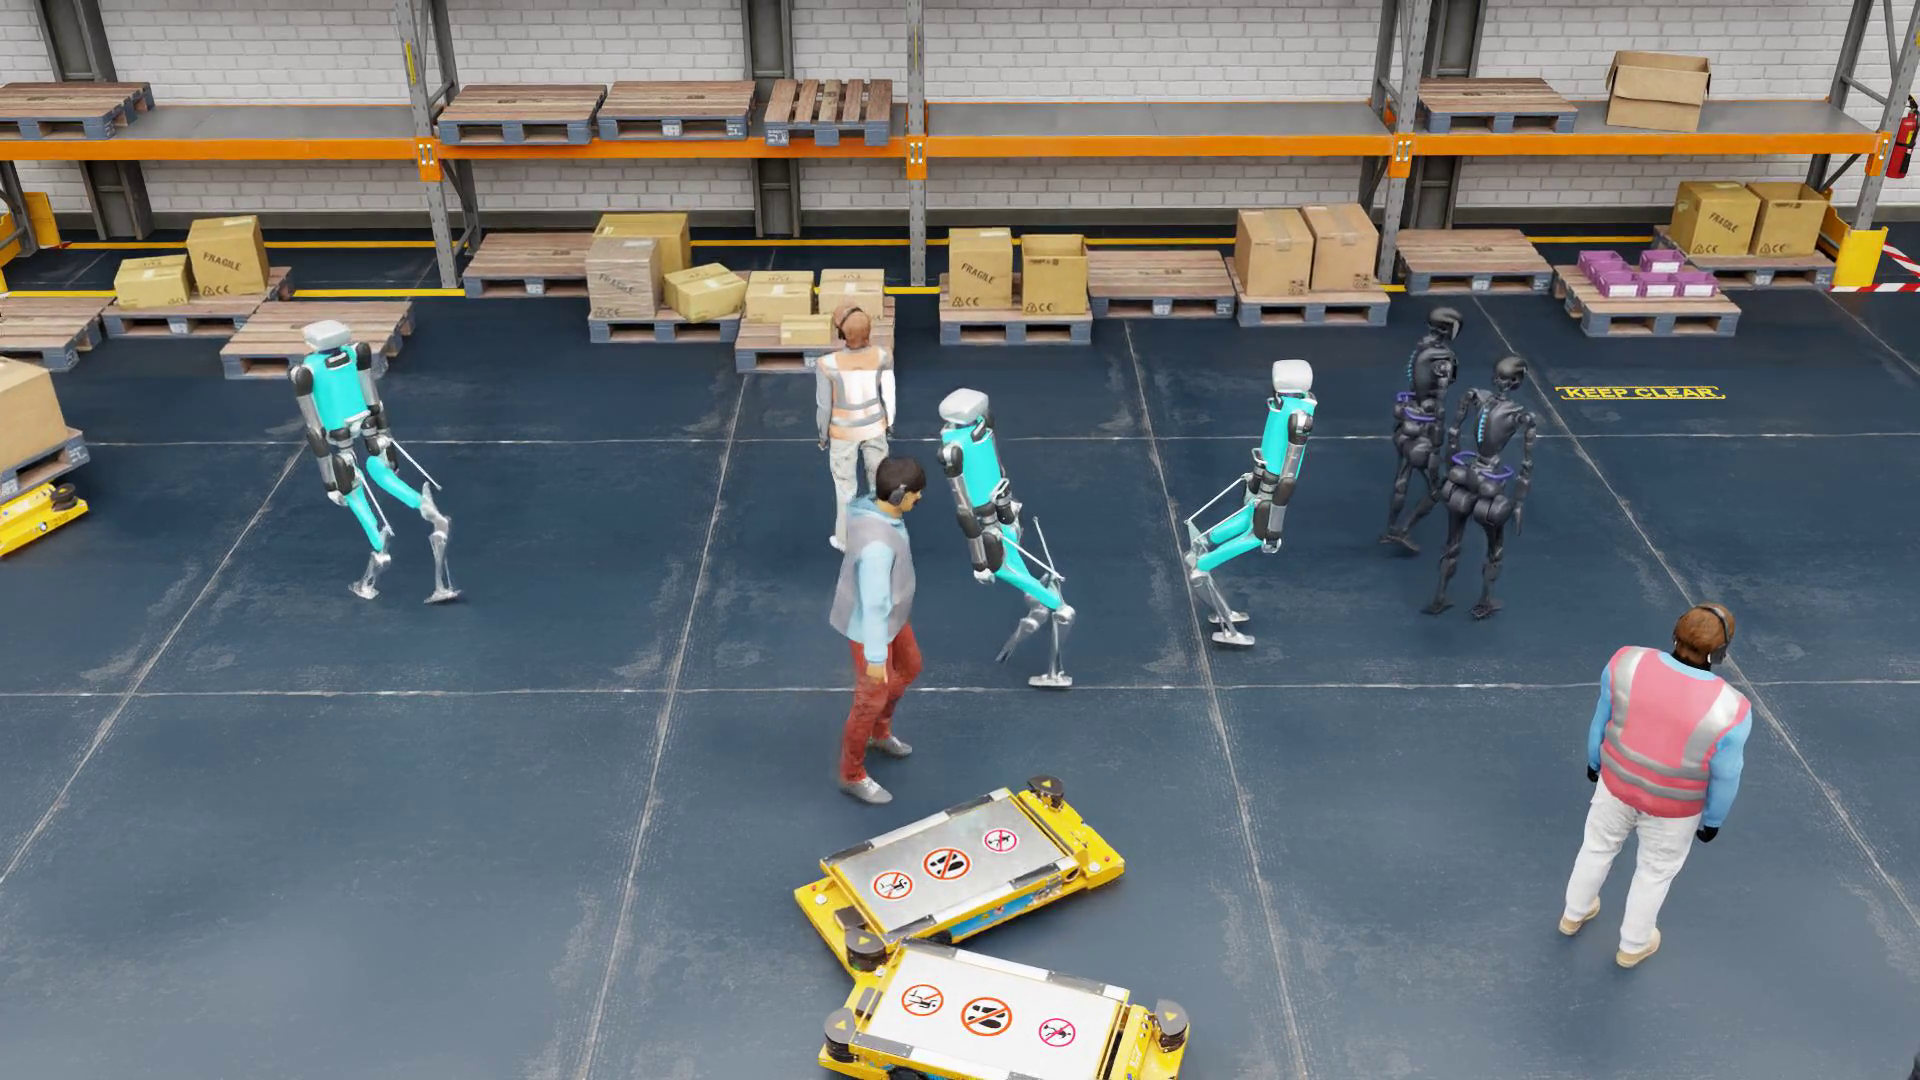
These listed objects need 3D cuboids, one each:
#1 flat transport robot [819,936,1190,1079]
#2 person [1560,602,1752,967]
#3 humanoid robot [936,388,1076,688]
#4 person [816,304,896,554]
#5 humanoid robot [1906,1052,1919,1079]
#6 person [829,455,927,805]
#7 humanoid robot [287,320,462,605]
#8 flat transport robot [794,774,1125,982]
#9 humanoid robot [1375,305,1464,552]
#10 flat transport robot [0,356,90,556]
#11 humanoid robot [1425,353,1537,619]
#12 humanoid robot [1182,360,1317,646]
[{"bbox_3d":[0.192,2.081,6.946,1.431,0.231,0.659,10,32,16],"label":"flat transport robot"},{"bbox_3d":[2.986,1.059,7.137,0.633,1.830,0.430,25,39,36],"label":"person"},{"bbox_3d":[0.379,0.072,8.962,0.983,1.774,0.574,12,33,19],"label":"humanoid robot"},{"bbox_3d":[-0.628,-0.665,10.180,0.520,1.645,0.304,-13,33,-20],"label":"person"},{"bbox_3d":[3.291,2.099,5.545,0.346,1.643,0.588,-8,32,-13],"label":"humanoid robot"},{"bbox_3d":[-0.399,0.417,8.177,0.498,1.852,0.623,1,31,2],"label":"person"},{"bbox_3d":[-3.293,-0.358,9.618,0.939,1.765,0.537,17,35,26],"label":"humanoid robot"},{"bbox_3d":[0.004,1.568,7.801,1.431,0.231,0.659,-17,35,-26],"label":"flat transport robot"},{"bbox_3d":[2.811,-0.679,10.179,0.336,1.649,0.593,-2,31,-3],"label":"humanoid robot"},{"bbox_3d":[-6.480,-0.274,10.867,1.431,0.231,0.659,15,34,23],"label":"flat transport robot"},{"bbox_3d":[2.970,-0.283,9.546,0.413,1.662,0.603,-23,38,-34],"label":"humanoid robot"},{"bbox_3d":[1.528,-0.196,9.216,0.747,1.688,0.530,-1,31,-1],"label":"humanoid robot"}]
